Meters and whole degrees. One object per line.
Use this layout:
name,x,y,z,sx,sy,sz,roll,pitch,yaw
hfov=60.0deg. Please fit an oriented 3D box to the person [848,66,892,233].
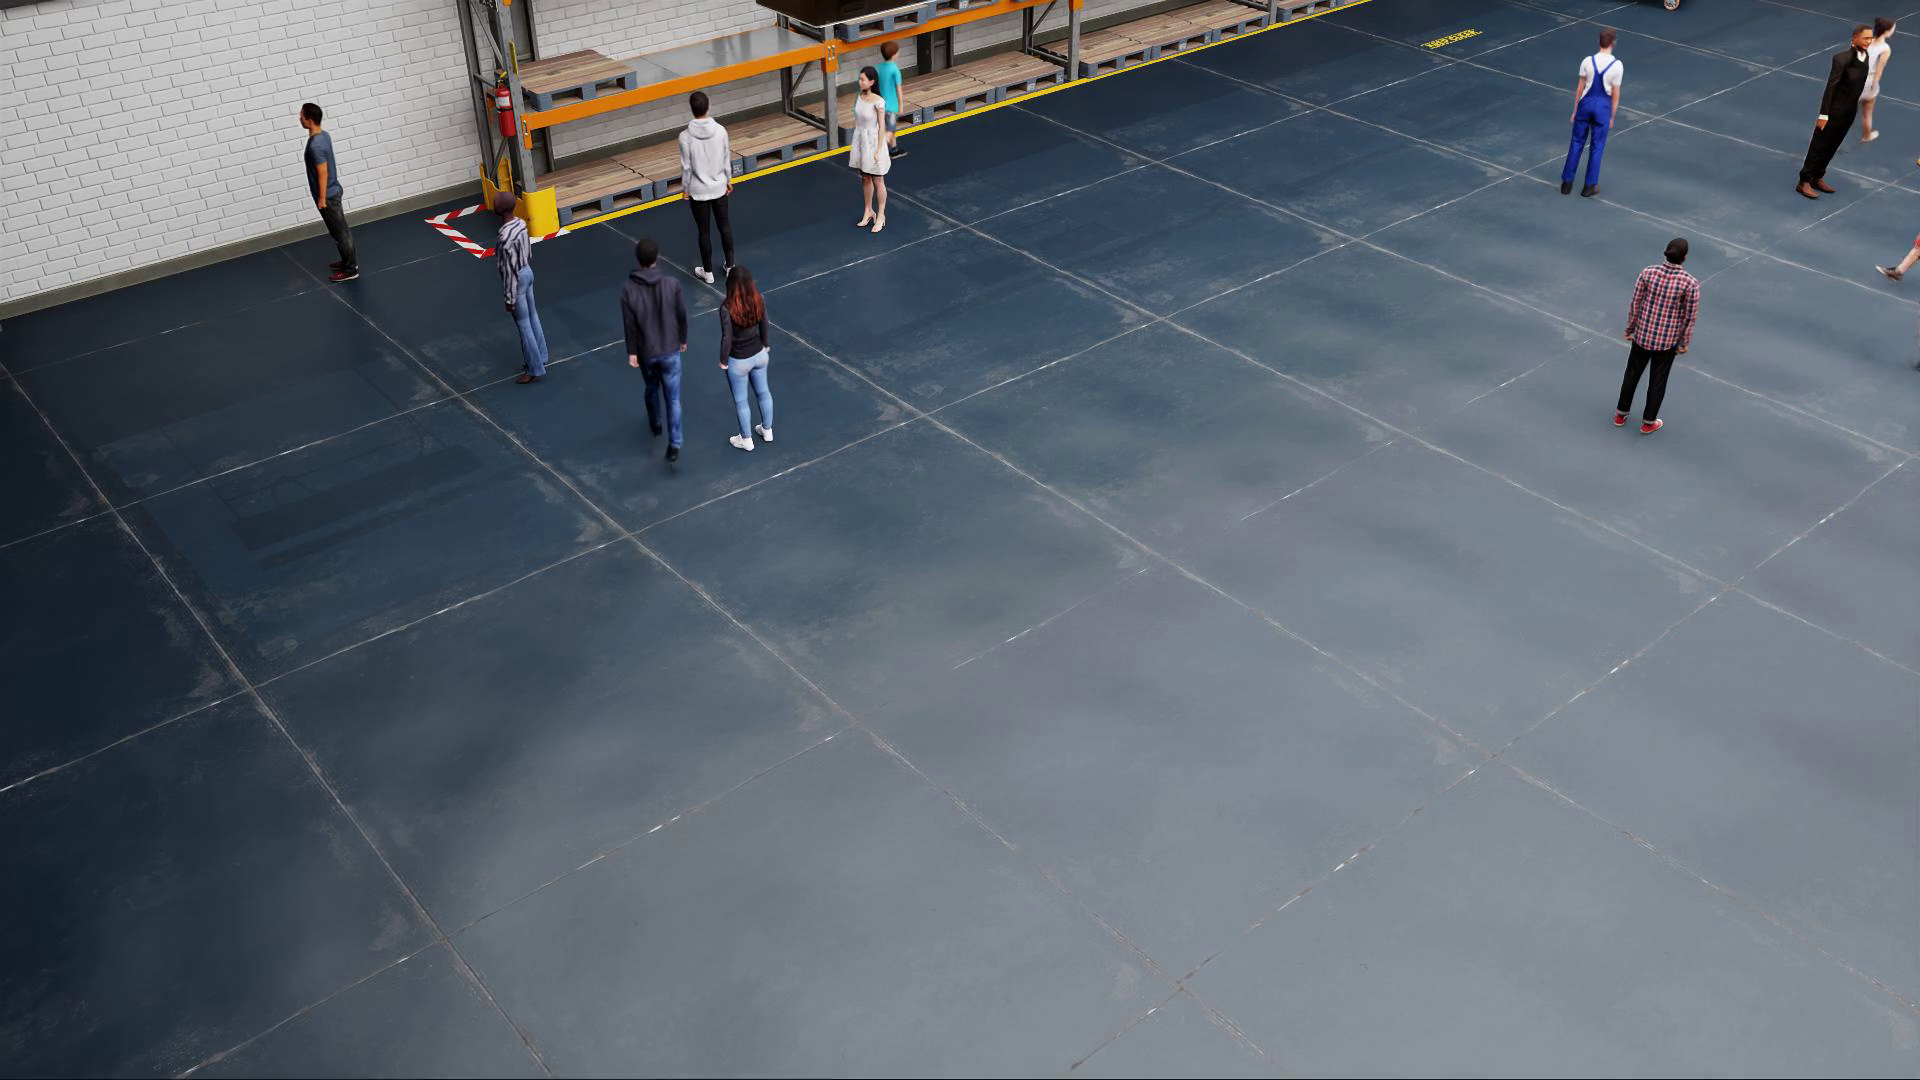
person,-0.957,-4.164,17.715,0.631,1.775,0.647,-27,42,-35

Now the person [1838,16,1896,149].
person,10.632,-5.368,19.704,1.095,1.578,0.718,-16,37,-22

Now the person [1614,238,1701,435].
person,5.901,-1.740,14.081,0.757,1.761,0.689,22,39,29

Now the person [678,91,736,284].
person,-2.517,-3.525,16.615,0.582,1.929,0.788,-16,37,-23

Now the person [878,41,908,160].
person,-0.884,-5.073,19.395,0.902,1.429,0.533,-26,41,-33

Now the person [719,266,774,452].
person,-1.789,-1.532,13.881,0.500,1.634,0.709,-27,42,-35

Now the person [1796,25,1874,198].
person,9.793,-4.798,18.552,0.598,1.903,0.806,-18,38,-25

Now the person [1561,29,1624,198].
person,7.068,-4.775,18.567,0.693,1.848,0.673,19,38,26

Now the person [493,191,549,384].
person,-3.929,-2.259,14.831,0.748,1.796,0.695,2,34,3

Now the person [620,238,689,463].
person,-2.460,-1.504,13.647,1.242,1.848,1.126,-7,34,-10

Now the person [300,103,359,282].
person,-6.335,-3.499,16.682,0.709,1.810,0.725,-7,34,-10
